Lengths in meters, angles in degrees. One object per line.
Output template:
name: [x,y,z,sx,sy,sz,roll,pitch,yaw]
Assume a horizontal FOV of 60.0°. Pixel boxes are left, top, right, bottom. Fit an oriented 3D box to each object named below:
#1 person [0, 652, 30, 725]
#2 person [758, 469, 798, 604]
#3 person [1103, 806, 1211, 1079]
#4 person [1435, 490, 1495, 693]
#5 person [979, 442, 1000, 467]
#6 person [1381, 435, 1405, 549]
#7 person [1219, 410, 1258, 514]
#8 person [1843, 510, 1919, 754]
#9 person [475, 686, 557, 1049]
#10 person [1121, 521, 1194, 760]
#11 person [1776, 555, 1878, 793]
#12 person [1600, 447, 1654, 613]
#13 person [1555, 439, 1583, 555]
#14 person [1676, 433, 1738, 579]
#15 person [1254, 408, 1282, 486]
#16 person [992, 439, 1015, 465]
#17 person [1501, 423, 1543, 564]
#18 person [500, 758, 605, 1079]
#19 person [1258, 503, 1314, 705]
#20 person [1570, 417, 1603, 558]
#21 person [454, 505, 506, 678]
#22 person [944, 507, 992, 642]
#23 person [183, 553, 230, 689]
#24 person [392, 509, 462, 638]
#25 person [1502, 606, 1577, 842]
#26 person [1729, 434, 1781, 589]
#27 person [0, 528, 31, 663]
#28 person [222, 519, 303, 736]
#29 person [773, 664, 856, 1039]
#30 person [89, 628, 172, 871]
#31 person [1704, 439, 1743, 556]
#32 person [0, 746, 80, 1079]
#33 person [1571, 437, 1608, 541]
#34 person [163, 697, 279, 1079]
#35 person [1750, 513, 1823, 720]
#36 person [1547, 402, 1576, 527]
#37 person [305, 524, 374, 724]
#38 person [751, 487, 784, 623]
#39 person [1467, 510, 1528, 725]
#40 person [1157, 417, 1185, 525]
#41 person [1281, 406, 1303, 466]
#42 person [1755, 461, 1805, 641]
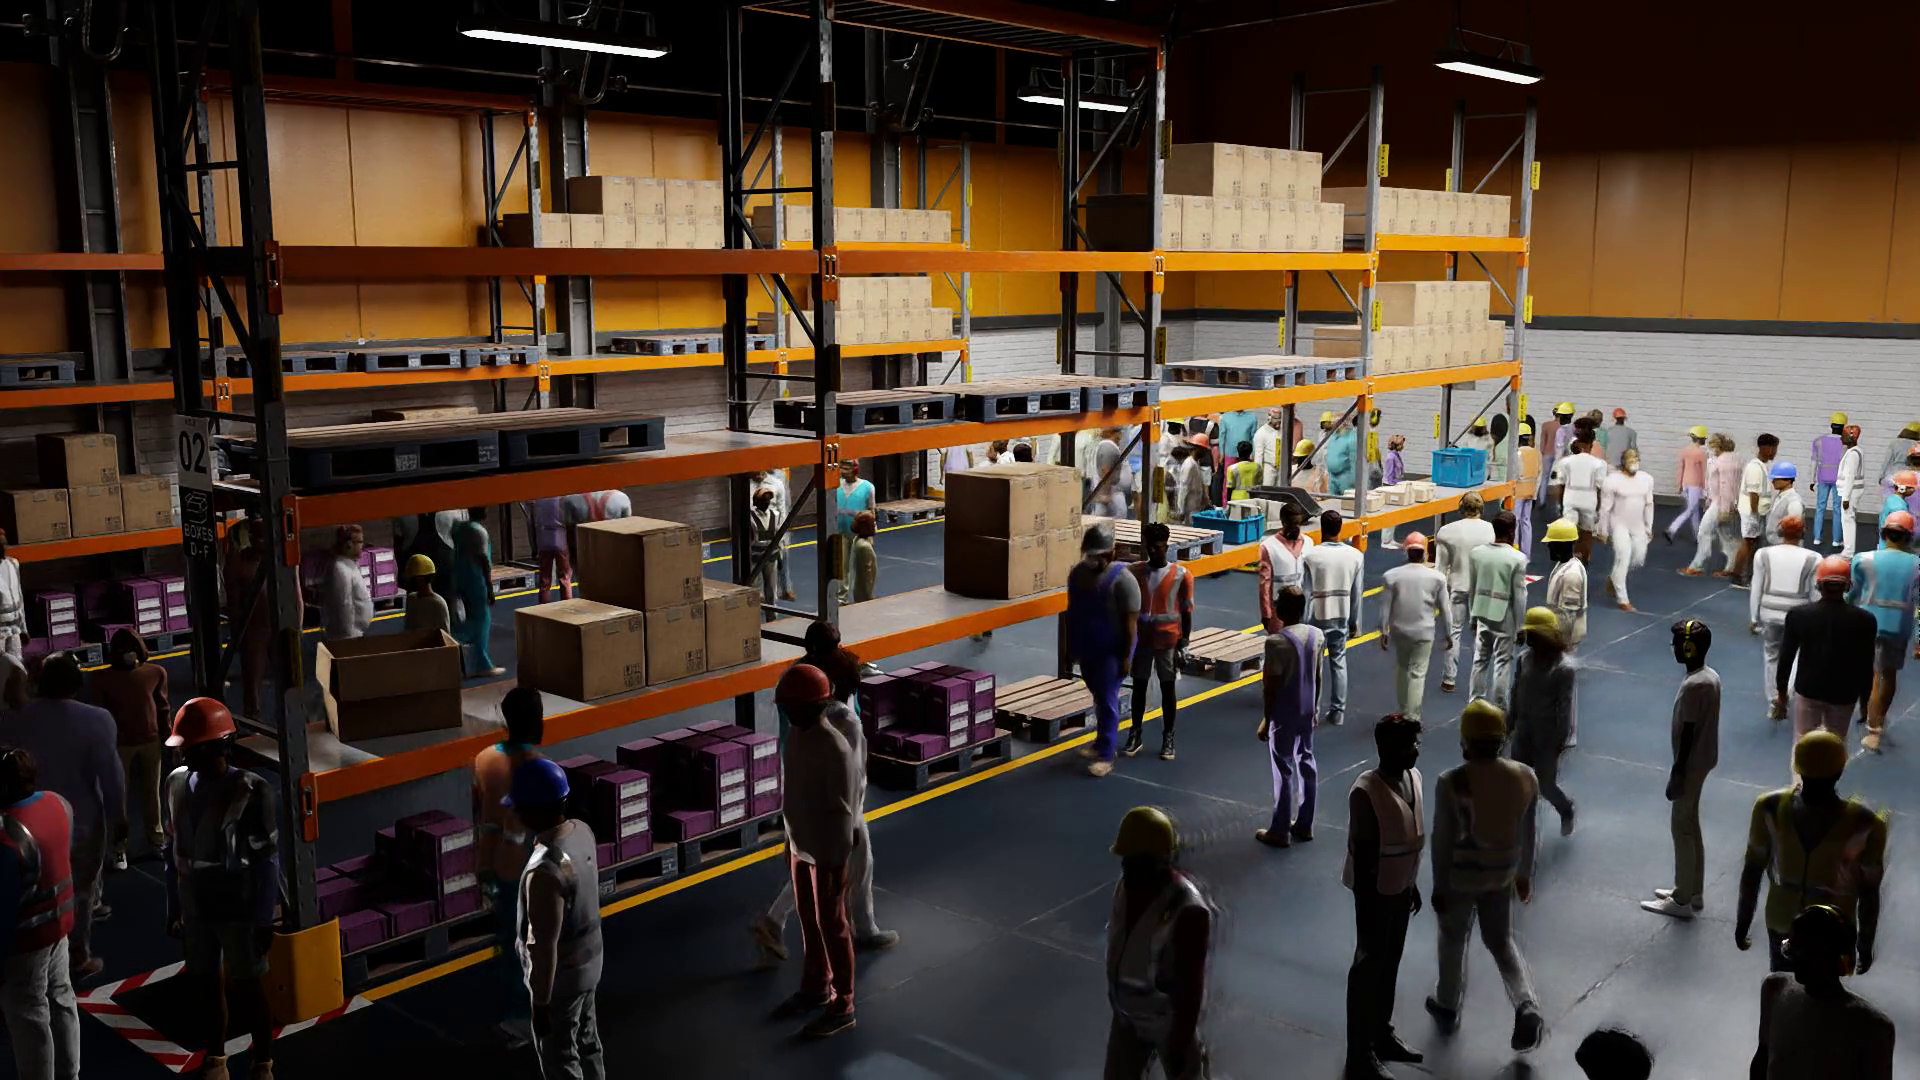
person: [-6.314,1.368,10.808,0.602,1.803,0.757,2,10,13]
person: [-2.266,-0.172,19.747,0.426,1.907,0.710,6,11,33]
person: [0.907,1.991,7.146,0.895,1.793,0.594,-6,11,-32]
person: [4.789,0.497,15.670,0.634,1.931,0.359,3,10,16]
person: [0.430,-0.582,23.020,0.521,1.611,0.503,-6,11,-34]
person: [6.134,-0.684,23.595,0.312,1.632,0.526,4,10,22]
person: [4.472,-1.396,26.755,0.613,1.994,0.395,1,10,6]
person: [7.769,0.738,14.030,0.631,1.992,1.003,3,10,17]
person: [-2.246,1.694,8.567,0.629,1.903,0.450,7,12,36]
person: [1.598,0.817,13.624,0.600,1.967,0.368,4,10,21]
person: [6.221,1.099,11.973,0.627,1.969,0.858,5,11,26]
person: [7.767,-0.136,19.446,0.641,1.927,0.650,-2,10,-11]
person: [8.263,-0.508,22.341,0.537,1.695,0.321,3,10,15]
person: [9.611,-0.428,21.274,0.865,1.887,0.684,4,10,20]
person: [4.695,-1.036,24.916,0.652,1.896,0.402,-6,11,-33]
person: [0.576,-0.503,21.771,0.338,1.877,0.573,1,10,7]
person: [7.517,-0.612,22.320,0.593,1.915,0.391,-5,11,-27]
person: [-1.770,1.892,7.303,0.415,1.939,0.604,1,10,4]
person: [2.952,0.598,15.129,0.598,1.905,0.390,-5,11,-29]
person: [8.518,-0.715,22.823,0.626,1.953,0.455,-5,11,-29]
person: [-4.765,0.454,16.216,0.501,1.827,0.535,-6,11,-31]
person: [0.113,0.190,17.845,0.598,1.807,0.427,-2,10,-14]
person: [-7.207,0.581,15.843,0.317,1.695,0.540,-8,12,-40]
person: [-5.413,0.223,16.956,0.681,2.000,0.535,-3,10,-17]
person: [4.007,1.307,11.458,0.527,1.716,0.509,-5,11,-29]
person: [9.958,-0.356,20.722,0.561,1.946,0.682,5,11,28]
person: [-8.094,0.796,14.030,0.378,1.880,0.587,1,10,5]
person: [-5.919,0.755,14.219,0.636,1.899,0.401,-8,13,-41]
person: [-0.778,1.620,8.789,0.408,1.985,0.620,-6,11,-32]
person: [-5.564,1.389,11.204,0.499,1.634,0.280,-8,13,-41]
person: [10.542,-0.590,22.996,0.514,1.642,0.310,0,10,0]
person: [-4.391,1.858,7.788,0.429,1.844,0.622,0,10,-2]
person: [9.196,-0.910,24.371,0.584,1.822,0.656,-2,10,-12]
person: [-3.517,1.740,7.886,0.605,2.045,0.378,3,10,16]
person: [7.271,0.693,14.675,0.578,1.869,0.581,6,11,34]
person: [9.241,-1.137,25.406,0.584,1.928,0.372,-7,12,-38]
person: [-5.226,0.797,14.009,0.657,1.882,0.643,-3,10,-19]
person: [-2.155,0.233,18.125,0.519,1.633,0.313,-7,12,-34]
person: [4.675,0.695,14.503,0.383,1.917,0.591,-6,11,-31]
person: [3.077,-0.936,24.244,0.397,1.920,0.586,5,11,28]
person: [5.153,-1.243,26.161,0.652,1.896,0.396,-6,11,-31]
person: [8.837,0.114,17.897,0.415,1.941,0.606,1,10,8]
